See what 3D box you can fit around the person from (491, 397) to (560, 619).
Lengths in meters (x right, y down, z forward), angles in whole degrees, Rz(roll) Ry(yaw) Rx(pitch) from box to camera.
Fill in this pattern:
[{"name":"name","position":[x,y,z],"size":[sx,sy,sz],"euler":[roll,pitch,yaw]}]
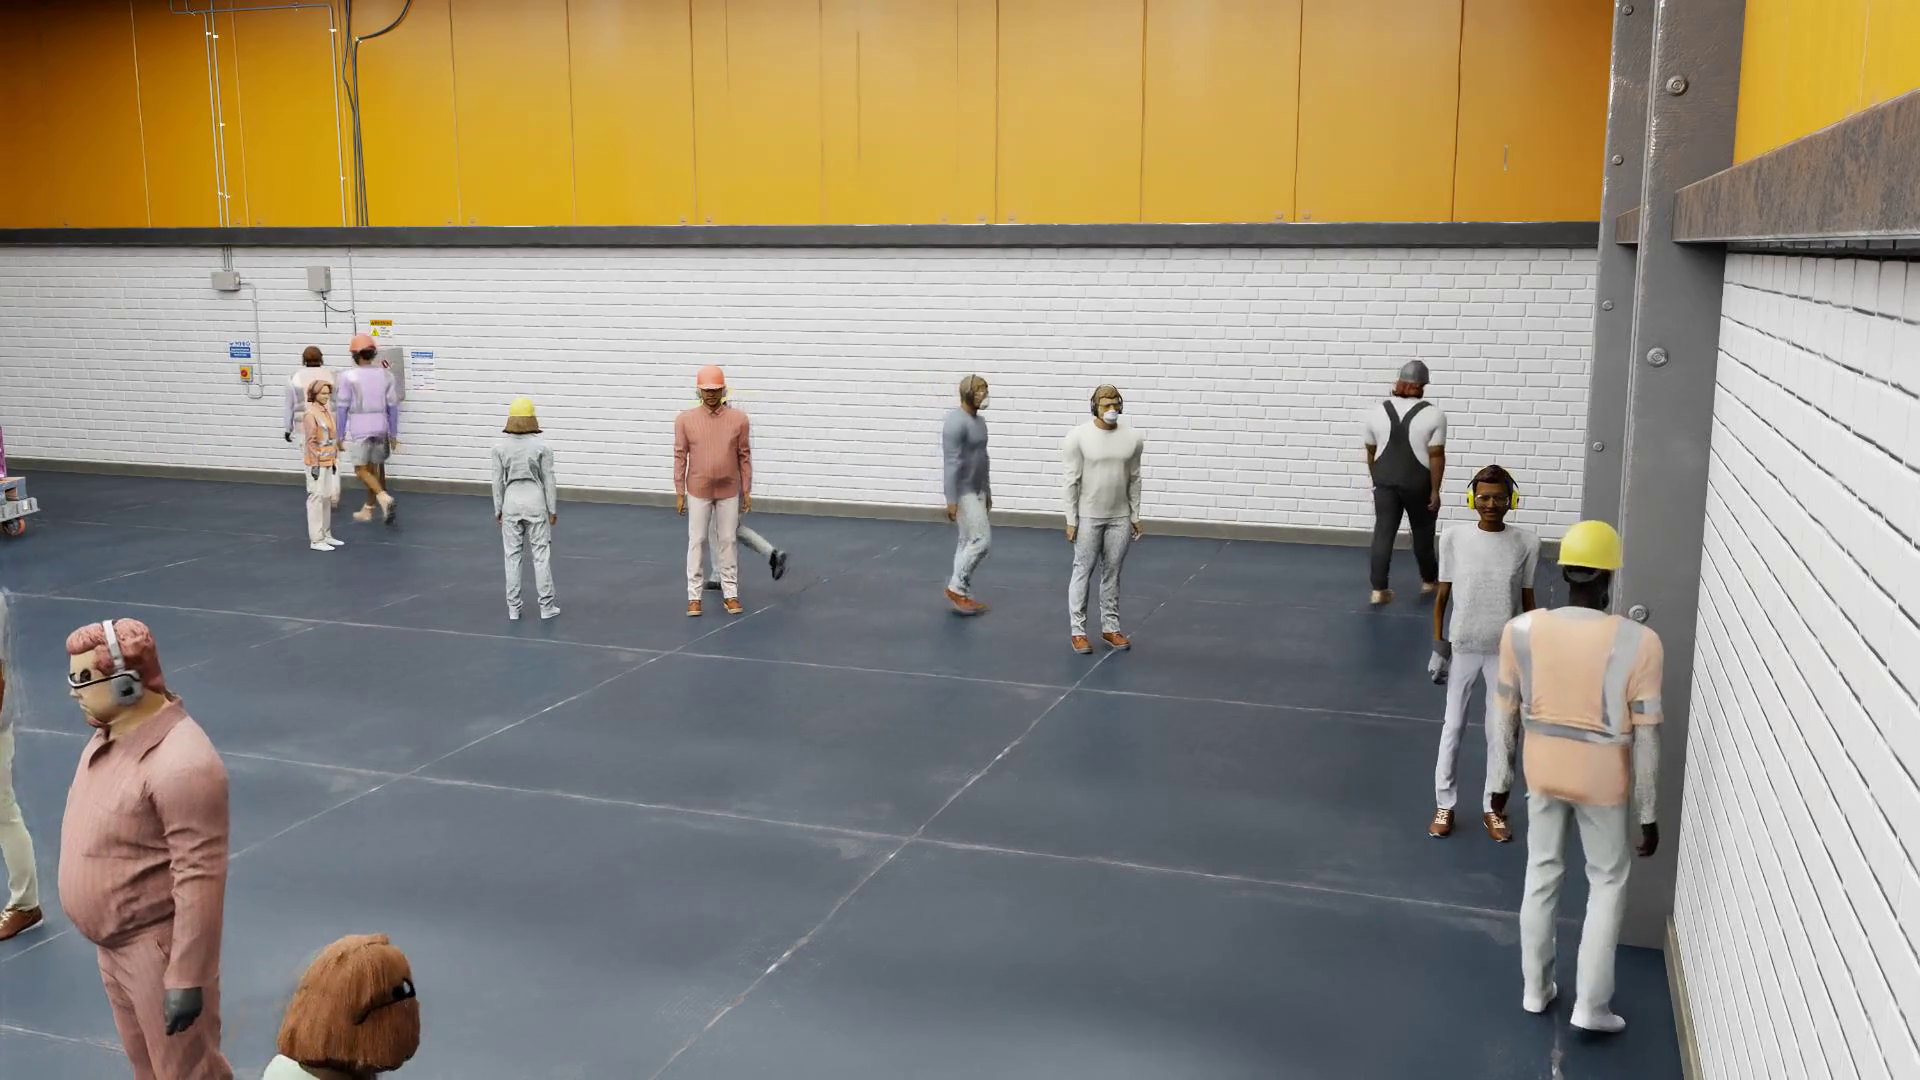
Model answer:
[{"name":"person","position":[-3.405,-0.247,13.051],"size":[0.493,1.740,0.325],"euler":[-1,10,-3]}]

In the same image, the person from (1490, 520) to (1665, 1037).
[{"name":"person","position":[2.294,0.879,6.203],"size":[0.626,1.925,0.385],"euler":[8,13,38]}]

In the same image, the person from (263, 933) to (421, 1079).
[{"name":"person","position":[-1.150,1.542,3.366],"size":[0.513,1.592,0.820],"euler":[7,12,33]}]

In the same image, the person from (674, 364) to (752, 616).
[{"name":"person","position":[-1.946,-0.391,13.152],"size":[0.617,1.992,0.396],"euler":[-3,10,-16]}]

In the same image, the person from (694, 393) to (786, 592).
[{"name":"person","position":[-1.871,-0.434,13.939],"size":[0.692,1.802,0.595],"euler":[2,10,13]}]

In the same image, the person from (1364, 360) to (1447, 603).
[{"name":"person","position":[3.704,-0.521,13.755],"size":[0.701,2.000,1.004],"euler":[7,12,35]}]

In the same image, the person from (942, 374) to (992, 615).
[{"name":"person","position":[0.090,-0.346,13.090],"size":[0.442,1.921,0.659],"euler":[4,11,19]}]

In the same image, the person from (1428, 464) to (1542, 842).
[{"name":"person","position":[2.571,0.553,8.186],"size":[0.508,1.872,0.328],"euler":[2,10,12]}]

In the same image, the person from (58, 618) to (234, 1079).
[{"name":"person","position":[-2.314,1.153,4.724],"size":[0.636,1.903,0.405],"euler":[10,14,44]}]

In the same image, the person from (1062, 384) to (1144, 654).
[{"name":"person","position":[1.035,-0.157,11.993],"size":[0.629,1.940,0.379],"euler":[-4,11,-20]}]

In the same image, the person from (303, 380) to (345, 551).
[{"name":"person","position":[-6.149,-0.720,16.015],"size":[0.315,1.636,0.514],"euler":[0,10,-2]}]

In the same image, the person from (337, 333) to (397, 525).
[{"name":"person","position":[-6.138,-1.141,17.327],"size":[0.841,2.026,0.624],"euler":[9,13,40]}]

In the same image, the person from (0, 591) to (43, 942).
[{"name":"person","position":[-4.143,0.811,6.791],"size":[0.567,1.844,0.689],"euler":[6,12,31]}]

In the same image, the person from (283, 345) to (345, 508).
[{"name":"person","position":[-7.103,-1.226,18.324],"size":[0.642,1.832,0.532],"euler":[-5,11,-27]}]
